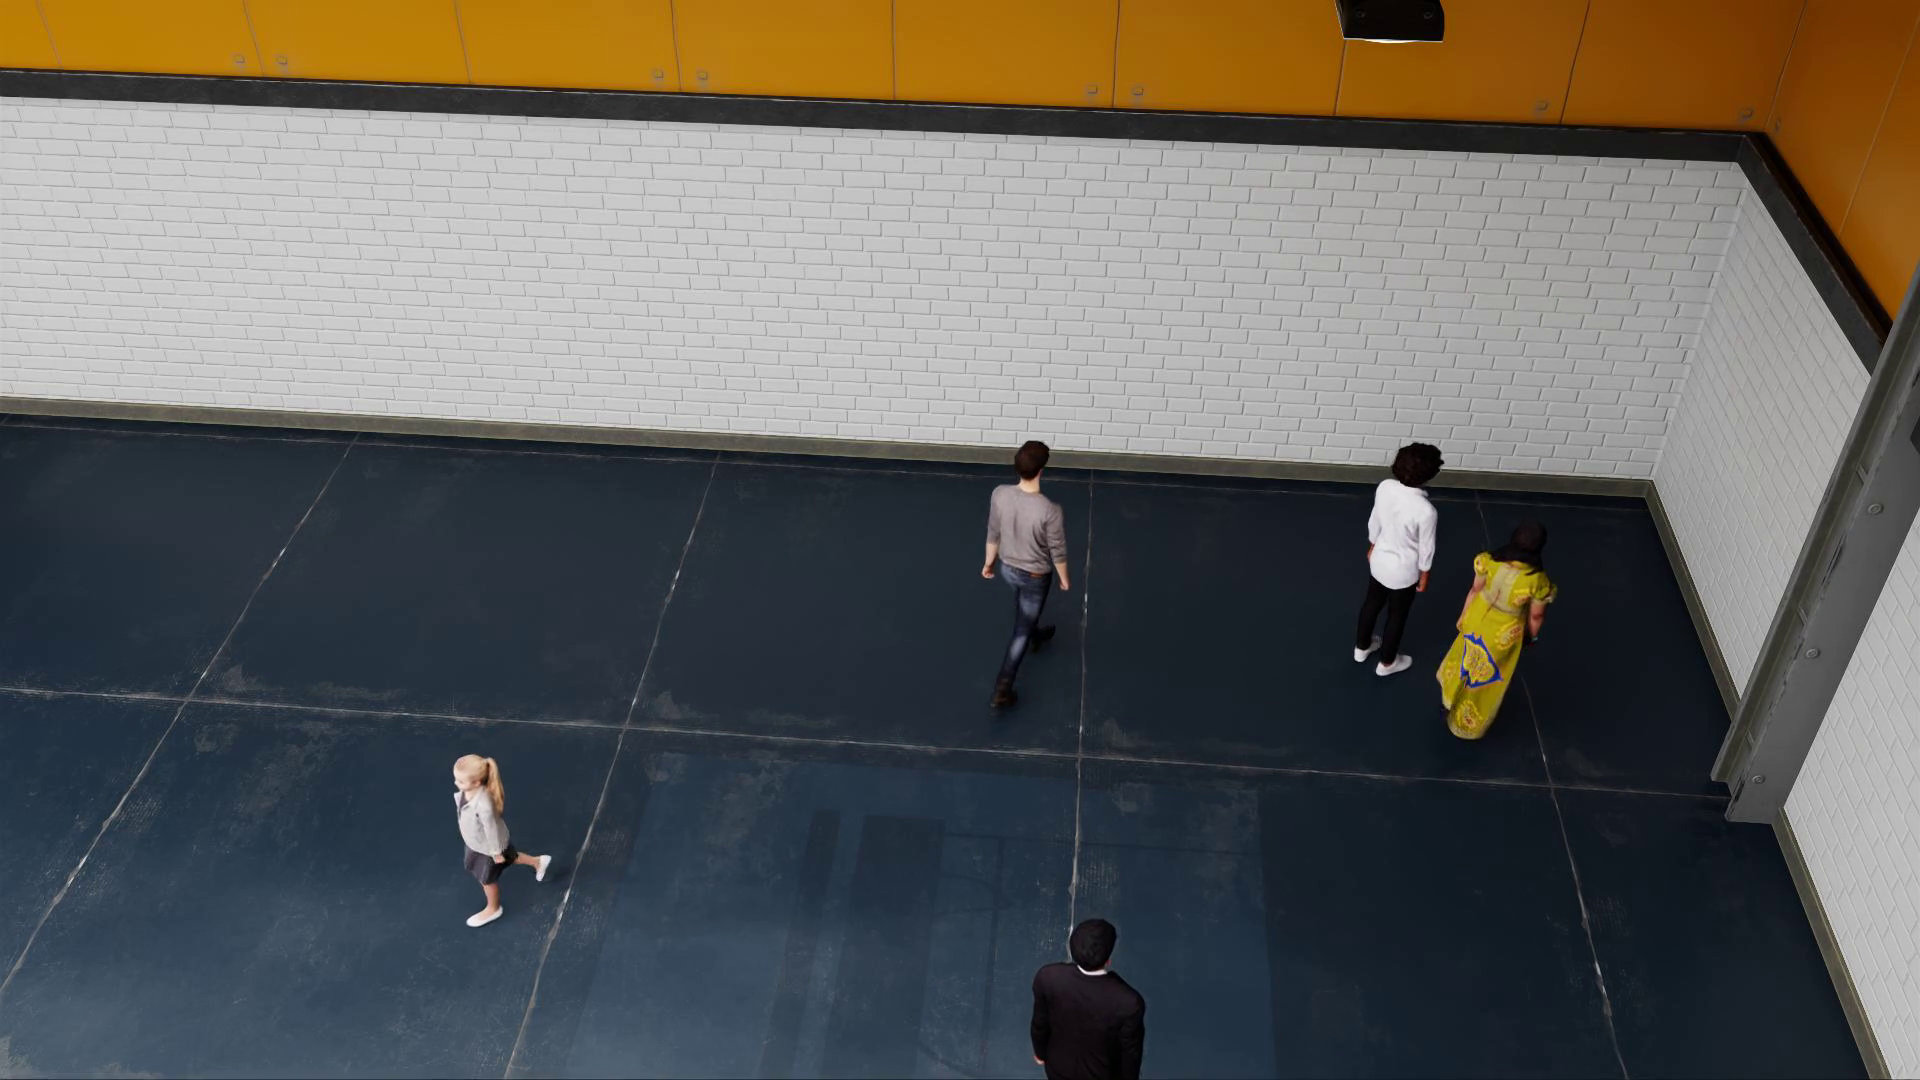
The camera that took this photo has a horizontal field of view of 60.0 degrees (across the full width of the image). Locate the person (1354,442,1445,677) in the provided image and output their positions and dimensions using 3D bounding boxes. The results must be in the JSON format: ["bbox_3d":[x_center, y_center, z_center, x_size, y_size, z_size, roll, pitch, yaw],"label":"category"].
[{"bbox_3d":[2.874,0.125,10.932,0.781,1.809,0.714,-26,46,-29],"label":"person"}]

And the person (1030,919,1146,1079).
[{"bbox_3d":[0.589,2.473,7.933,0.749,1.883,0.657,13,40,16],"label":"person"}]

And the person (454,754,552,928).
[{"bbox_3d":[-2.639,1.657,9.451,0.800,1.264,0.804,-19,42,-22],"label":"person"}]

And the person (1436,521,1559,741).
[{"bbox_3d":[3.330,0.624,10.452,0.978,1.628,1.023,29,47,31],"label":"person"}]

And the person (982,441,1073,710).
[{"bbox_3d":[0.376,0.267,10.713,1.101,1.862,1.334,23,44,26],"label":"person"}]
